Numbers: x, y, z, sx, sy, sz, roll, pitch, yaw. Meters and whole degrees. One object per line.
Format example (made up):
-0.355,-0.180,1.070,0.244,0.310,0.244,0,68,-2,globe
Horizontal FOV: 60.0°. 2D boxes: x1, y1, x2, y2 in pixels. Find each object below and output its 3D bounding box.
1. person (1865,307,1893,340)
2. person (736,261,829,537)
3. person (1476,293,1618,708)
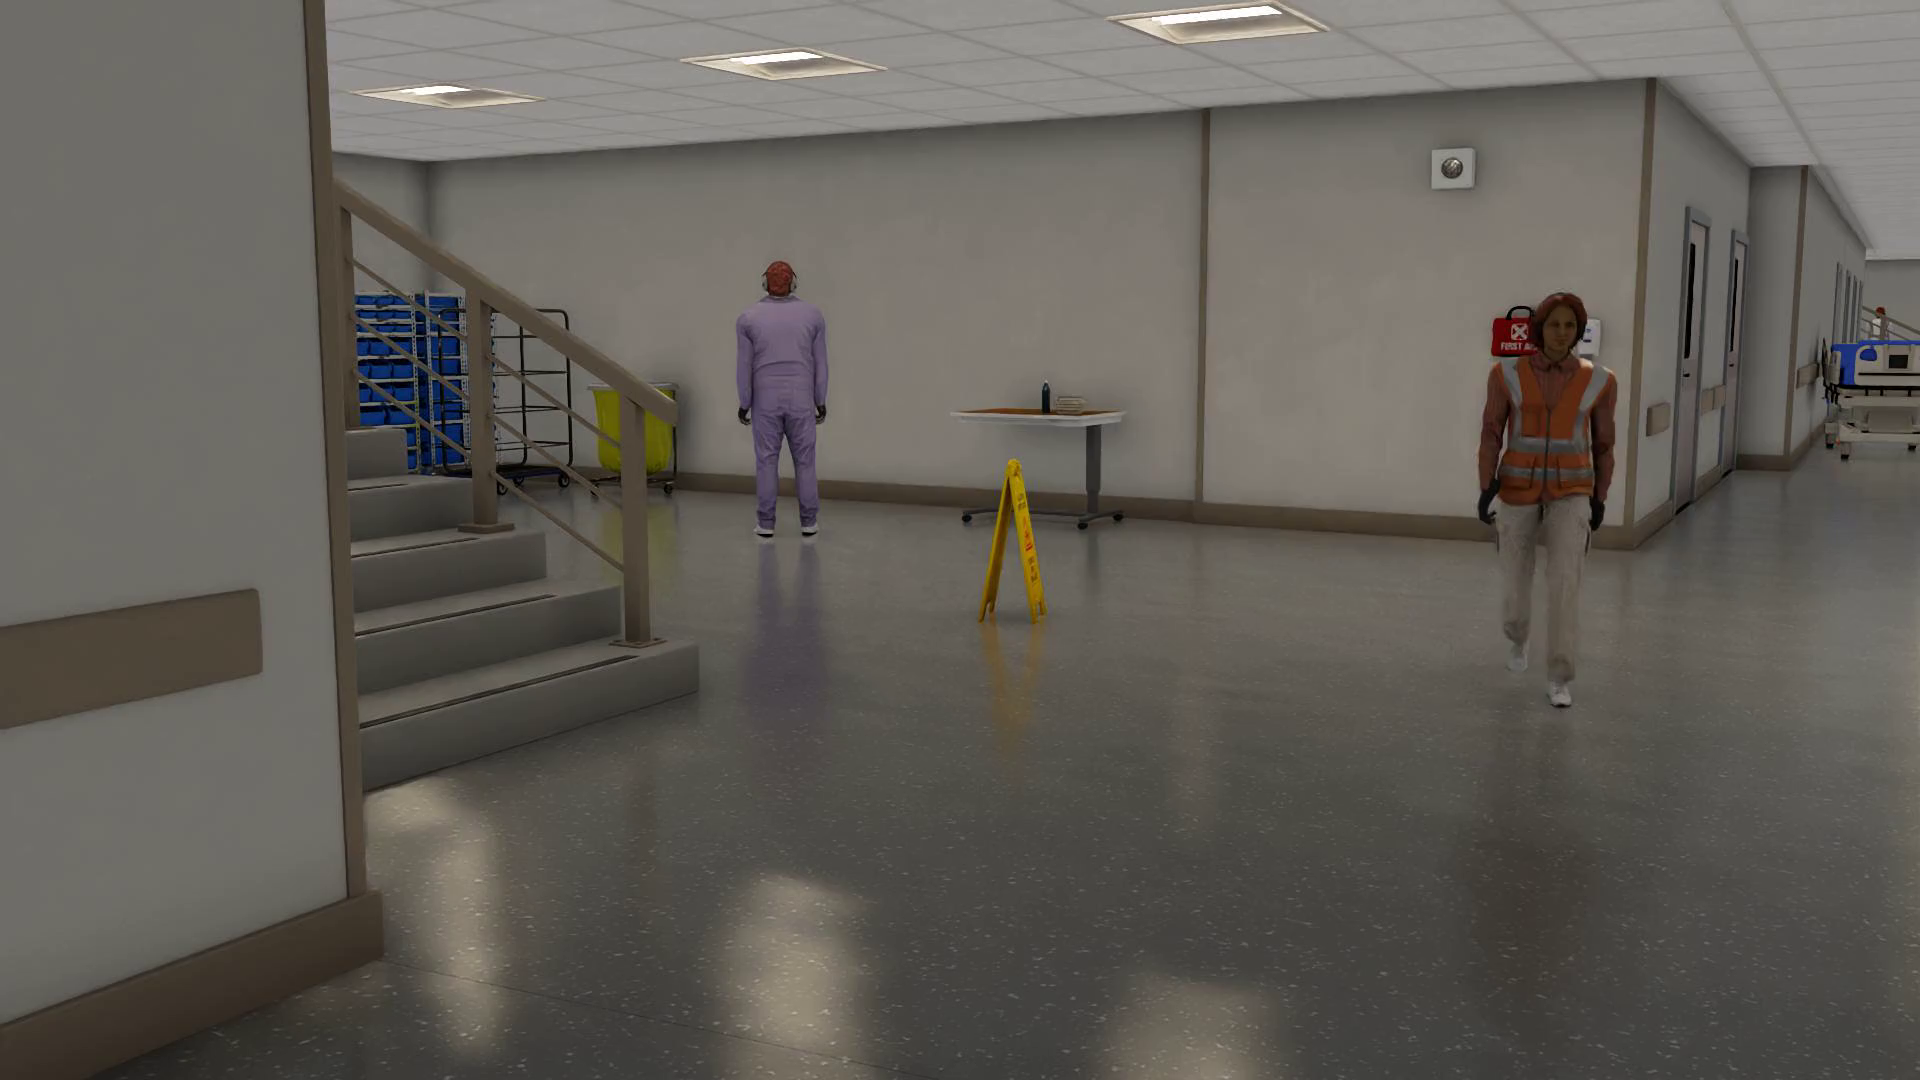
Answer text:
21.937,-4.625,39.736,0.585,1.882,0.337,4,8,28,person
-1.232,-0.972,11.539,0.637,1.911,0.406,-1,8,-10,person
2.355,-0.192,6.703,0.513,1.602,0.822,3,8,20,person
